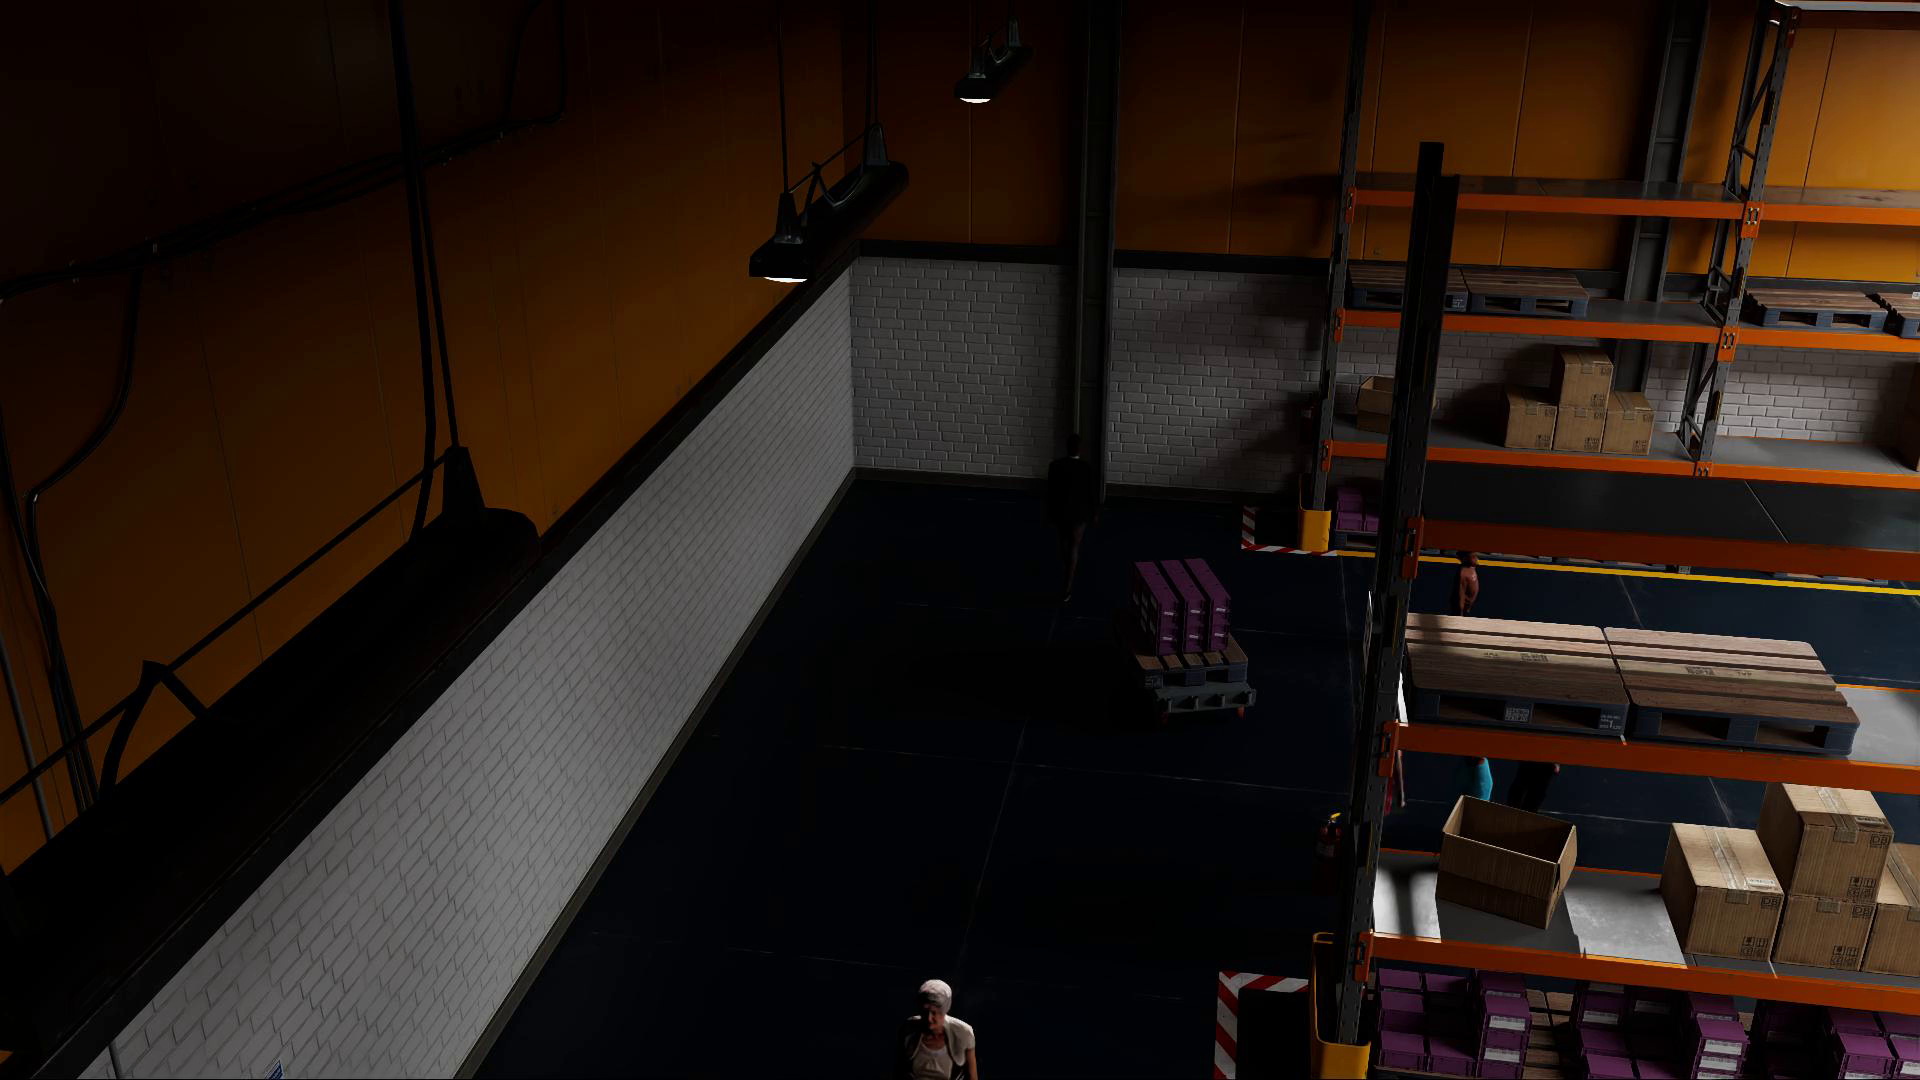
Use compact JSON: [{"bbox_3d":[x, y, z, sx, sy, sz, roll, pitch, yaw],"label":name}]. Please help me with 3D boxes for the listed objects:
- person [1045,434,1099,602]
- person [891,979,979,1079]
[{"bbox_3d":[1.156,-0.203,17.486,1.119,1.749,0.791,6,24,13],"label":"person"},{"bbox_3d":[-0.106,3.234,9.671,1.050,1.710,0.799,6,24,14],"label":"person"}]
